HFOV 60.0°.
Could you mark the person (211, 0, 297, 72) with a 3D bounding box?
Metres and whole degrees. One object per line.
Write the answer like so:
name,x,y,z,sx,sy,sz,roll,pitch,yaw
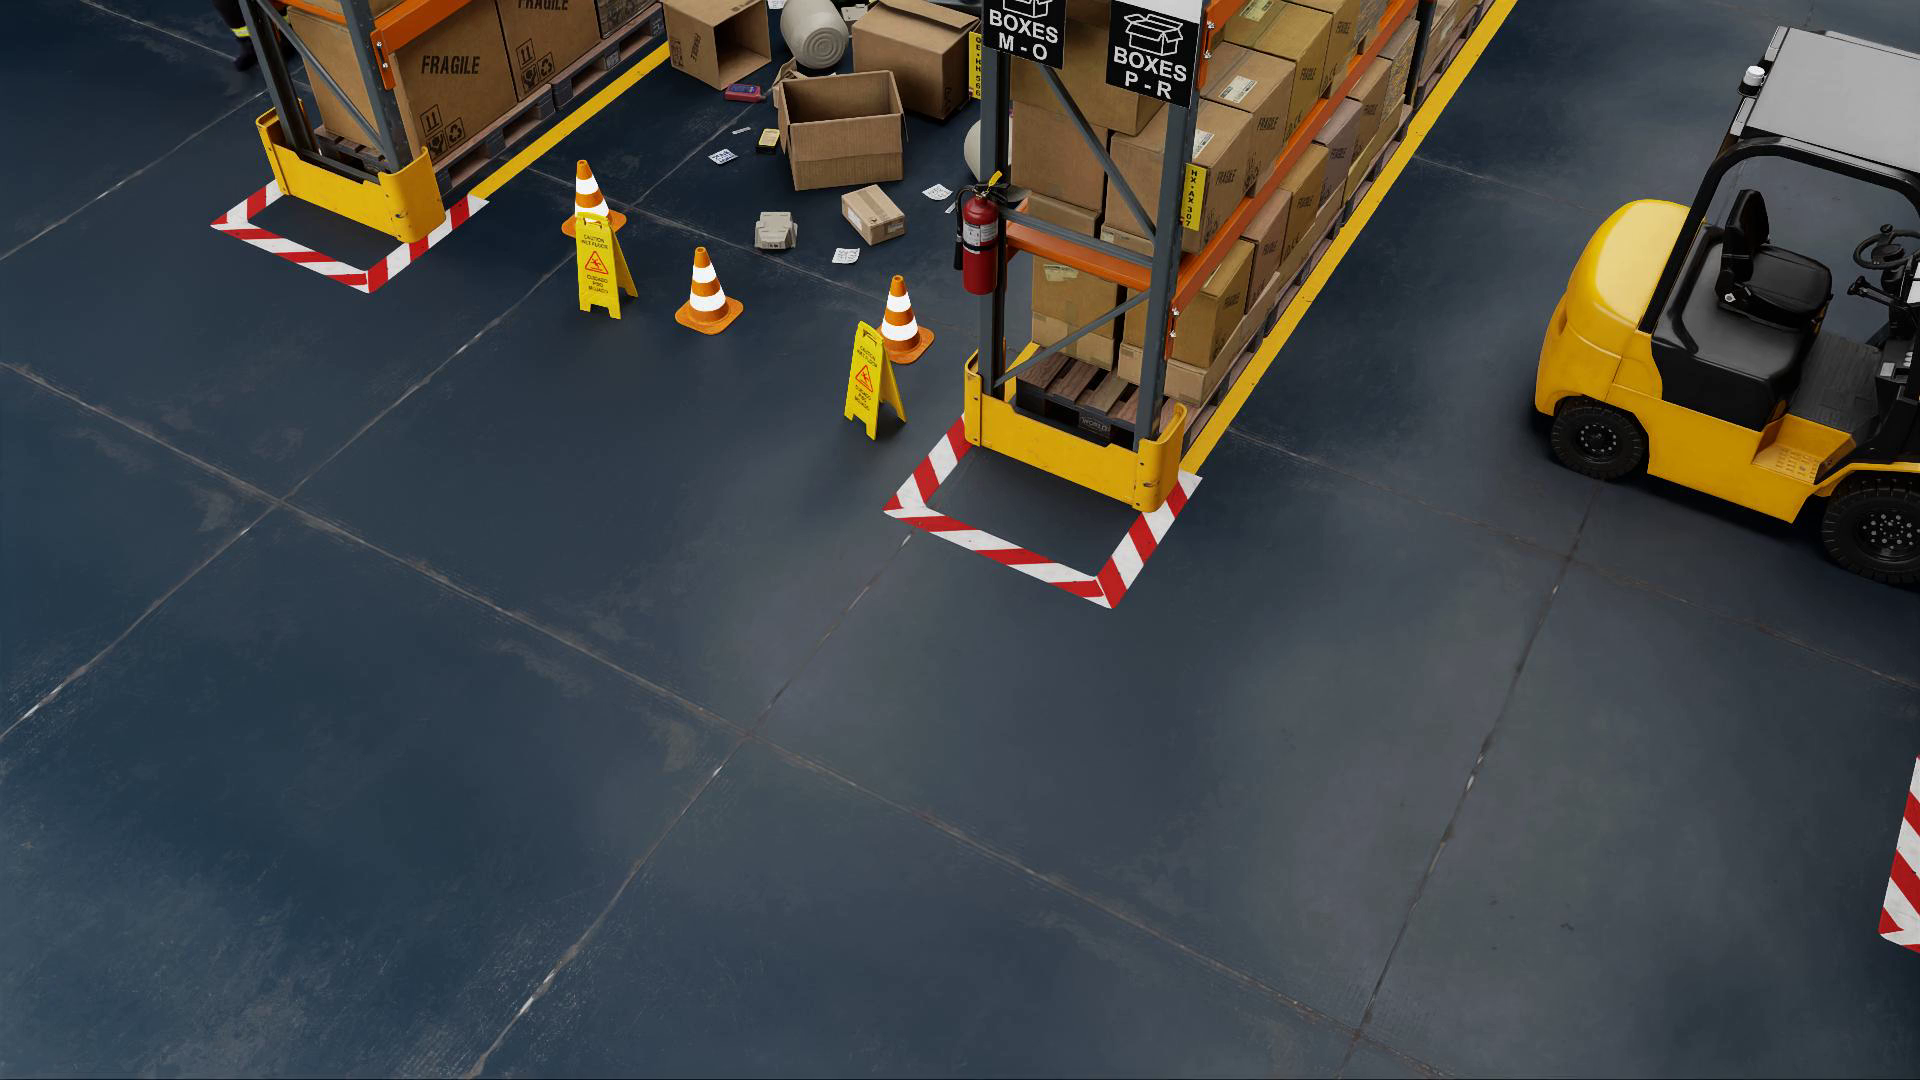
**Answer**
person,-4.771,-4.130,11.048,0.883,1.968,0.875,11,48,10
